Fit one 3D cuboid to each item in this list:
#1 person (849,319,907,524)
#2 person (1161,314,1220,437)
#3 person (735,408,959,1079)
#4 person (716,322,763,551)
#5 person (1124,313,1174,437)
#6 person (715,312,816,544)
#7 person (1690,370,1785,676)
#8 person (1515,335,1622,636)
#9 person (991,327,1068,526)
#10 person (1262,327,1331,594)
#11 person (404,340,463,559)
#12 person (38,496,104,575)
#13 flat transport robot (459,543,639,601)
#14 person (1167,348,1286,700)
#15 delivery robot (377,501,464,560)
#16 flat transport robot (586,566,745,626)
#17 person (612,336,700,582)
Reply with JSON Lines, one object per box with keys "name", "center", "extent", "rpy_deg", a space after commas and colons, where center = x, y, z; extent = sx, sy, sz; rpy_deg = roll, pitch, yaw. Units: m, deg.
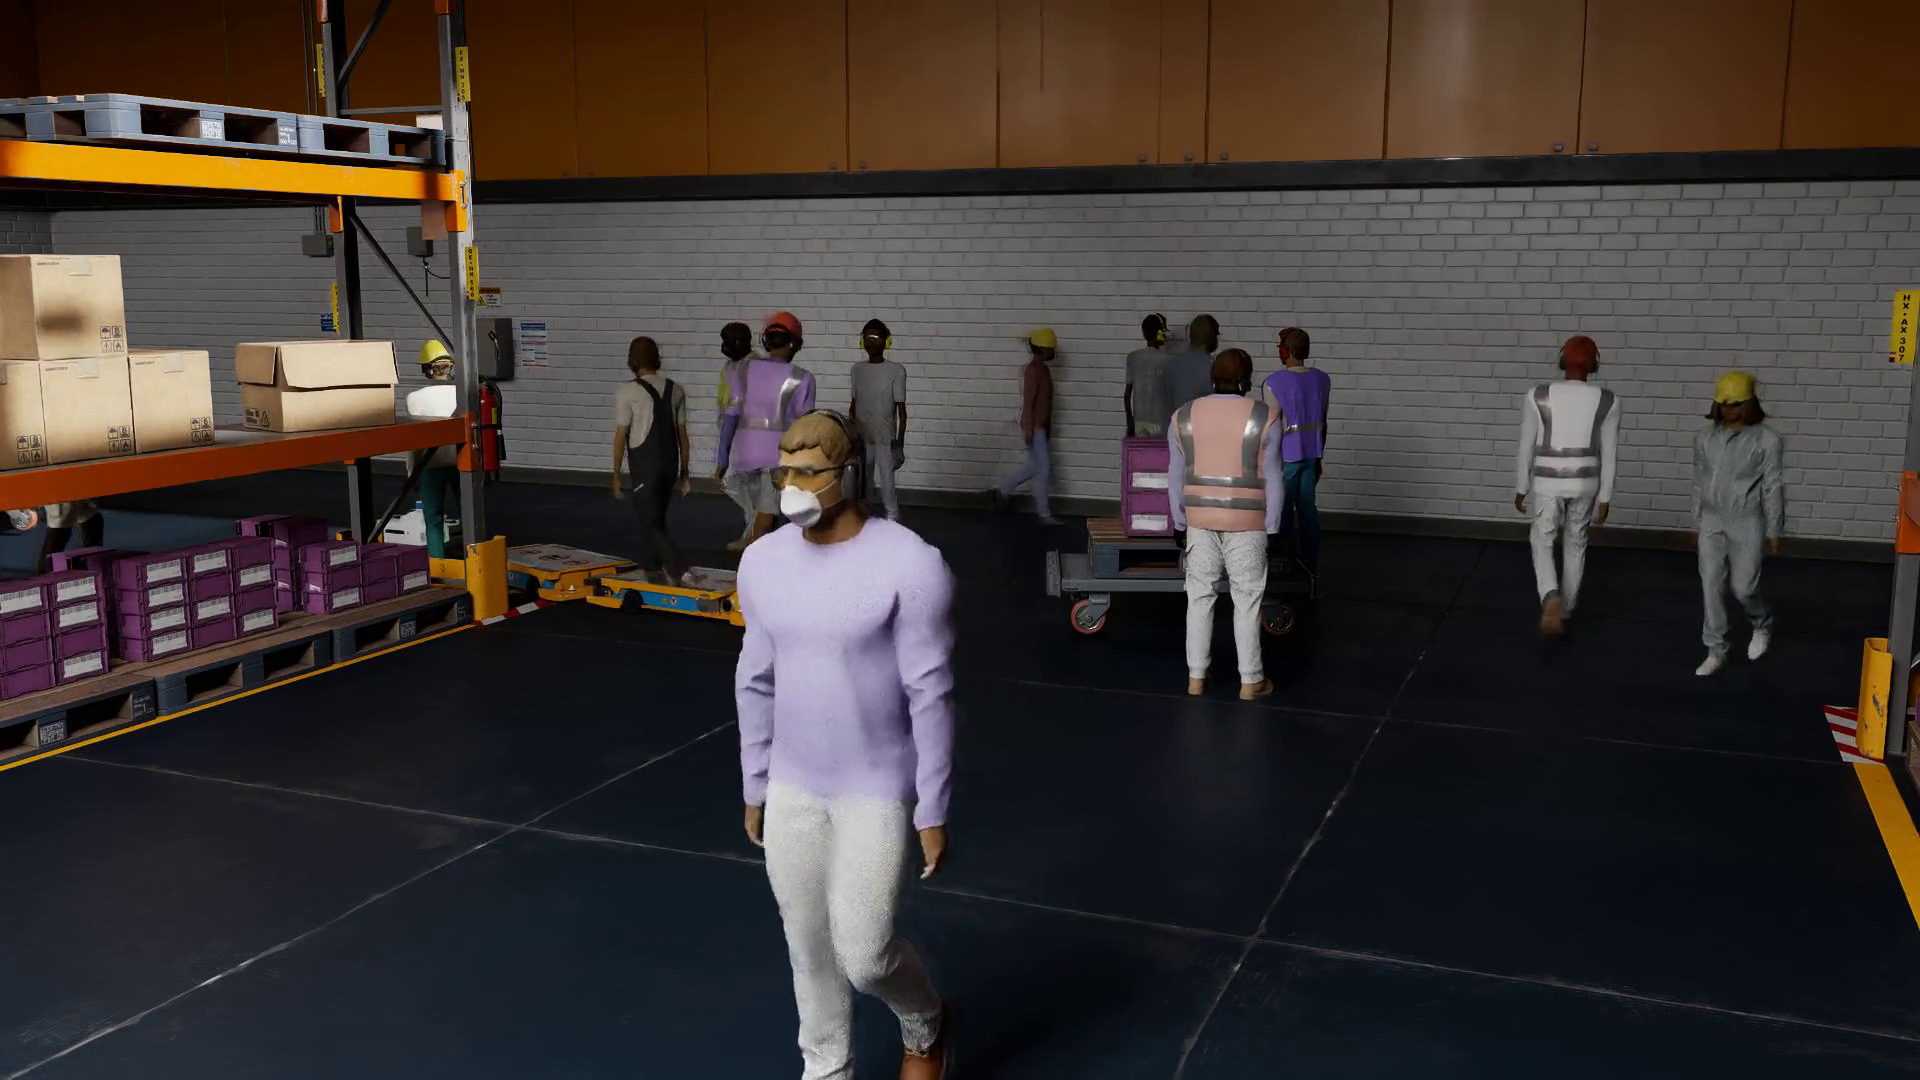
{"name": "person", "center": [-0.641, -0.719, 12.500], "extent": [0.513, 1.877, 0.328], "rpy_deg": [5, 11, 27]}
{"name": "person", "center": [1.752, -0.665, 12.017], "extent": [0.436, 1.924, 0.641], "rpy_deg": [-6, 11, -31]}
{"name": "person", "center": [-0.276, 0.624, 4.194], "extent": [0.646, 1.927, 0.508], "rpy_deg": [6, 11, 30]}
{"name": "person", "center": [-1.712, -0.819, 13.248], "extent": [0.435, 1.827, 0.640], "rpy_deg": [-6, 11, -33]}
{"name": "person", "center": [1.618, -0.978, 14.085], "extent": [0.513, 1.872, 0.331], "rpy_deg": [9, 13, 42]}
{"name": "person", "center": [-1.248, -0.527, 11.074], "extent": [0.662, 1.959, 1.066], "rpy_deg": [4, 10, 24]}
{"name": "person", "center": [4.308, -0.092, 9.215], "extent": [0.569, 1.716, 0.492], "rpy_deg": [-8, 12, -40]}
{"name": "person", "center": [3.674, -0.310, 10.071], "extent": [0.581, 1.861, 0.702], "rpy_deg": [2, 10, 15]}
{"name": "person", "center": [0.612, -0.991, 14.538], "extent": [0.640, 1.741, 0.540], "rpy_deg": [2, 10, 14]}
{"name": "person", "center": [2.307, -0.541, 11.507], "extent": [0.564, 1.846, 0.390], "rpy_deg": [-6, 11, -31]}
{"name": "person", "center": [-3.580, -0.498, 11.528], "extent": [0.530, 1.761, 0.349], "rpy_deg": [-7, 12, -36]}
{"name": "person", "center": [-5.552, -0.436, 10.570], "extent": [0.831, 1.937, 0.645], "rpy_deg": [-8, 12, -39]}
{"name": "flat transport robot", "center": [-2.910, 0.208, 11.733], "extent": [1.431, 0.197, 0.652], "rpy_deg": [9, 13, 44]}
{"name": "person", "center": [1.404, -0.083, 8.749], "extent": [0.624, 1.844, 0.430], "rpy_deg": [5, 10, 26]}
{"name": "delivery robot", "center": [-3.905, -0.046, 12.127], "extent": [0.707, 0.478, 0.477], "rpy_deg": [5, 10, 27]}
{"name": "flat transport robot", "center": [-1.696, 0.344, 10.908], "extent": [1.431, 0.197, 0.652], "rpy_deg": [6, 11, 31]}
{"name": "person", "center": [-1.970, -0.425, 10.967], "extent": [0.745, 1.816, 0.546], "rpy_deg": [8, 13, 41]}
